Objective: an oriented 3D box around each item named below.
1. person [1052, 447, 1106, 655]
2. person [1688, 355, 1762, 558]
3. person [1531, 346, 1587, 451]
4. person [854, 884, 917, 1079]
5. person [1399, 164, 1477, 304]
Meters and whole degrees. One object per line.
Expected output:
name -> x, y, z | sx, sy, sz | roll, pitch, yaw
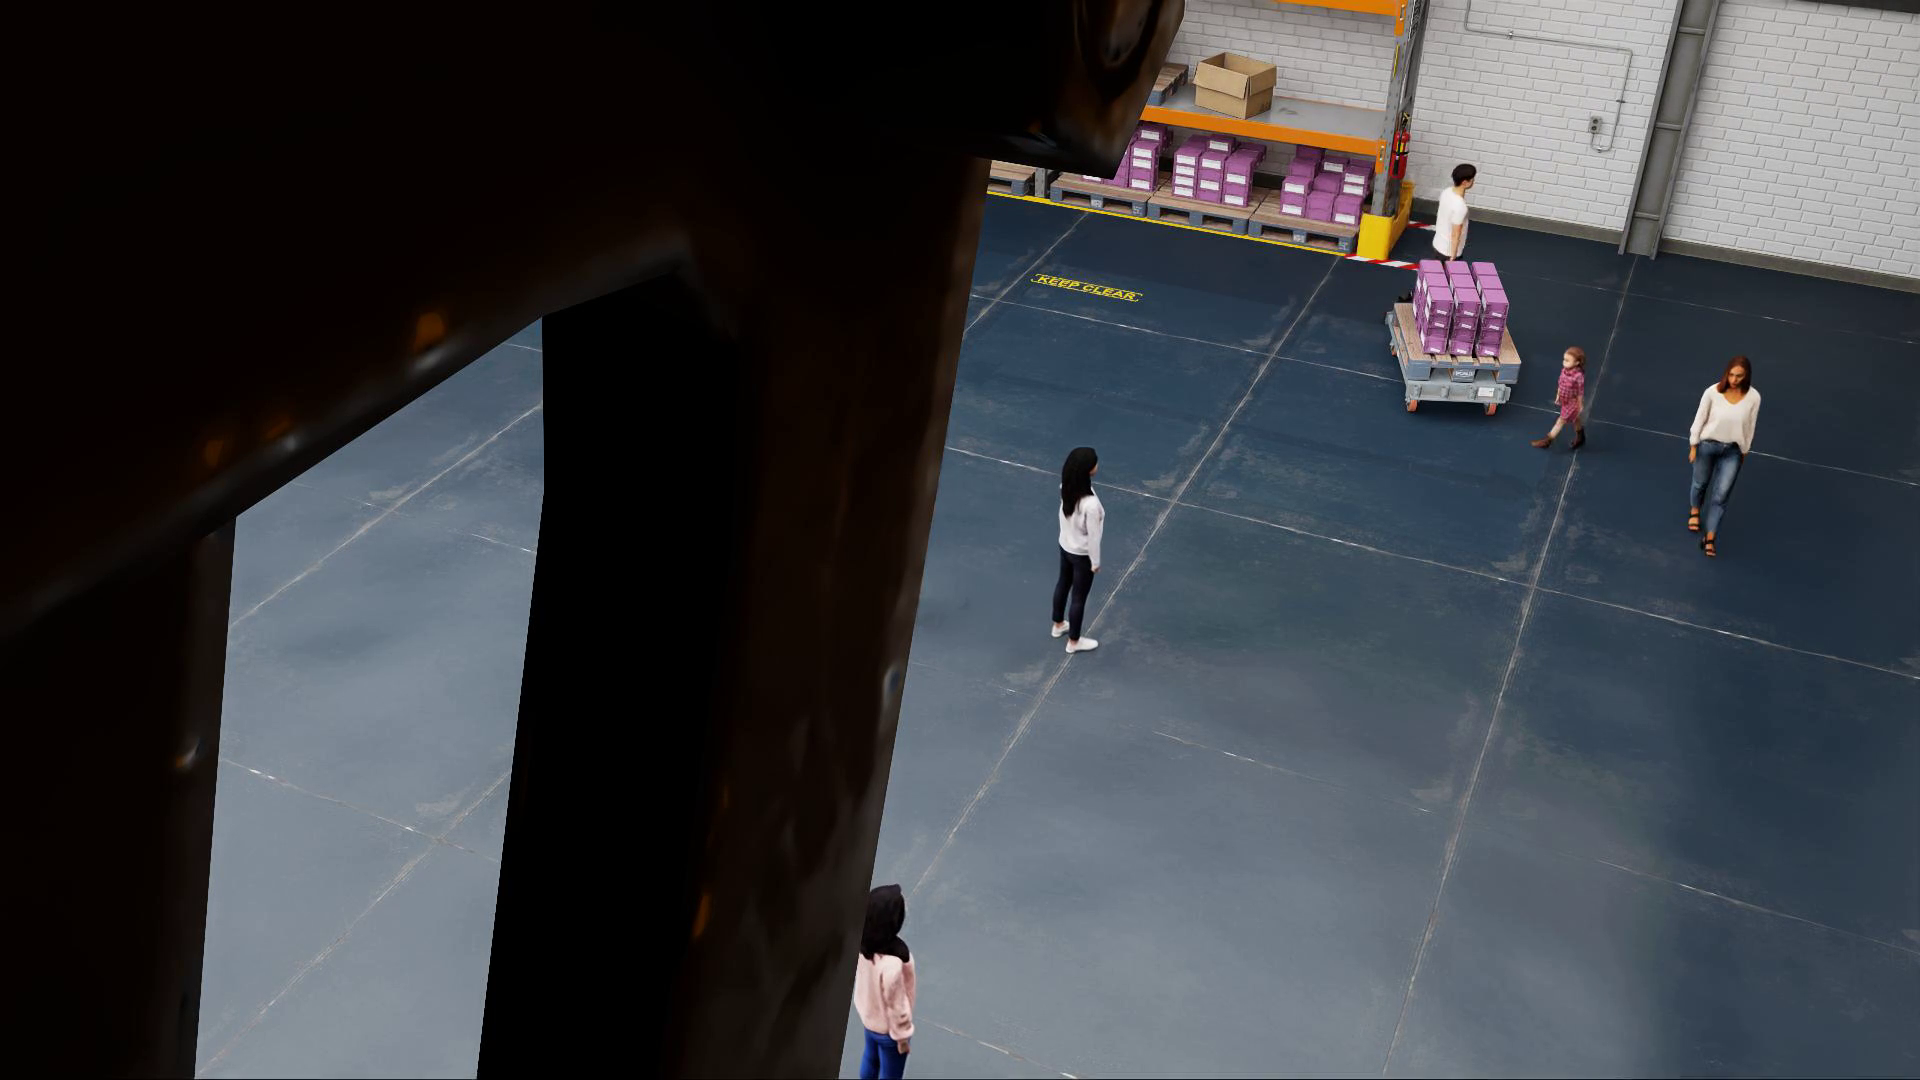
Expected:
person -> 0.852, 0.057, 12.145 | 0.758, 1.700, 0.670 | -17, 37, -24
person -> 6.129, -0.776, 13.438 | 0.876, 1.655, 0.724 | 12, 35, 17
person -> 5.466, -1.243, 14.738 | 0.808, 0.995, 0.718 | -10, 35, -15
person -> -0.396, 2.432, 8.511 | 0.785, 1.767, 0.707 | -14, 36, -20
person -> 4.826, -2.960, 16.675 | 1.035, 1.710, 0.913 | -4, 34, -6
